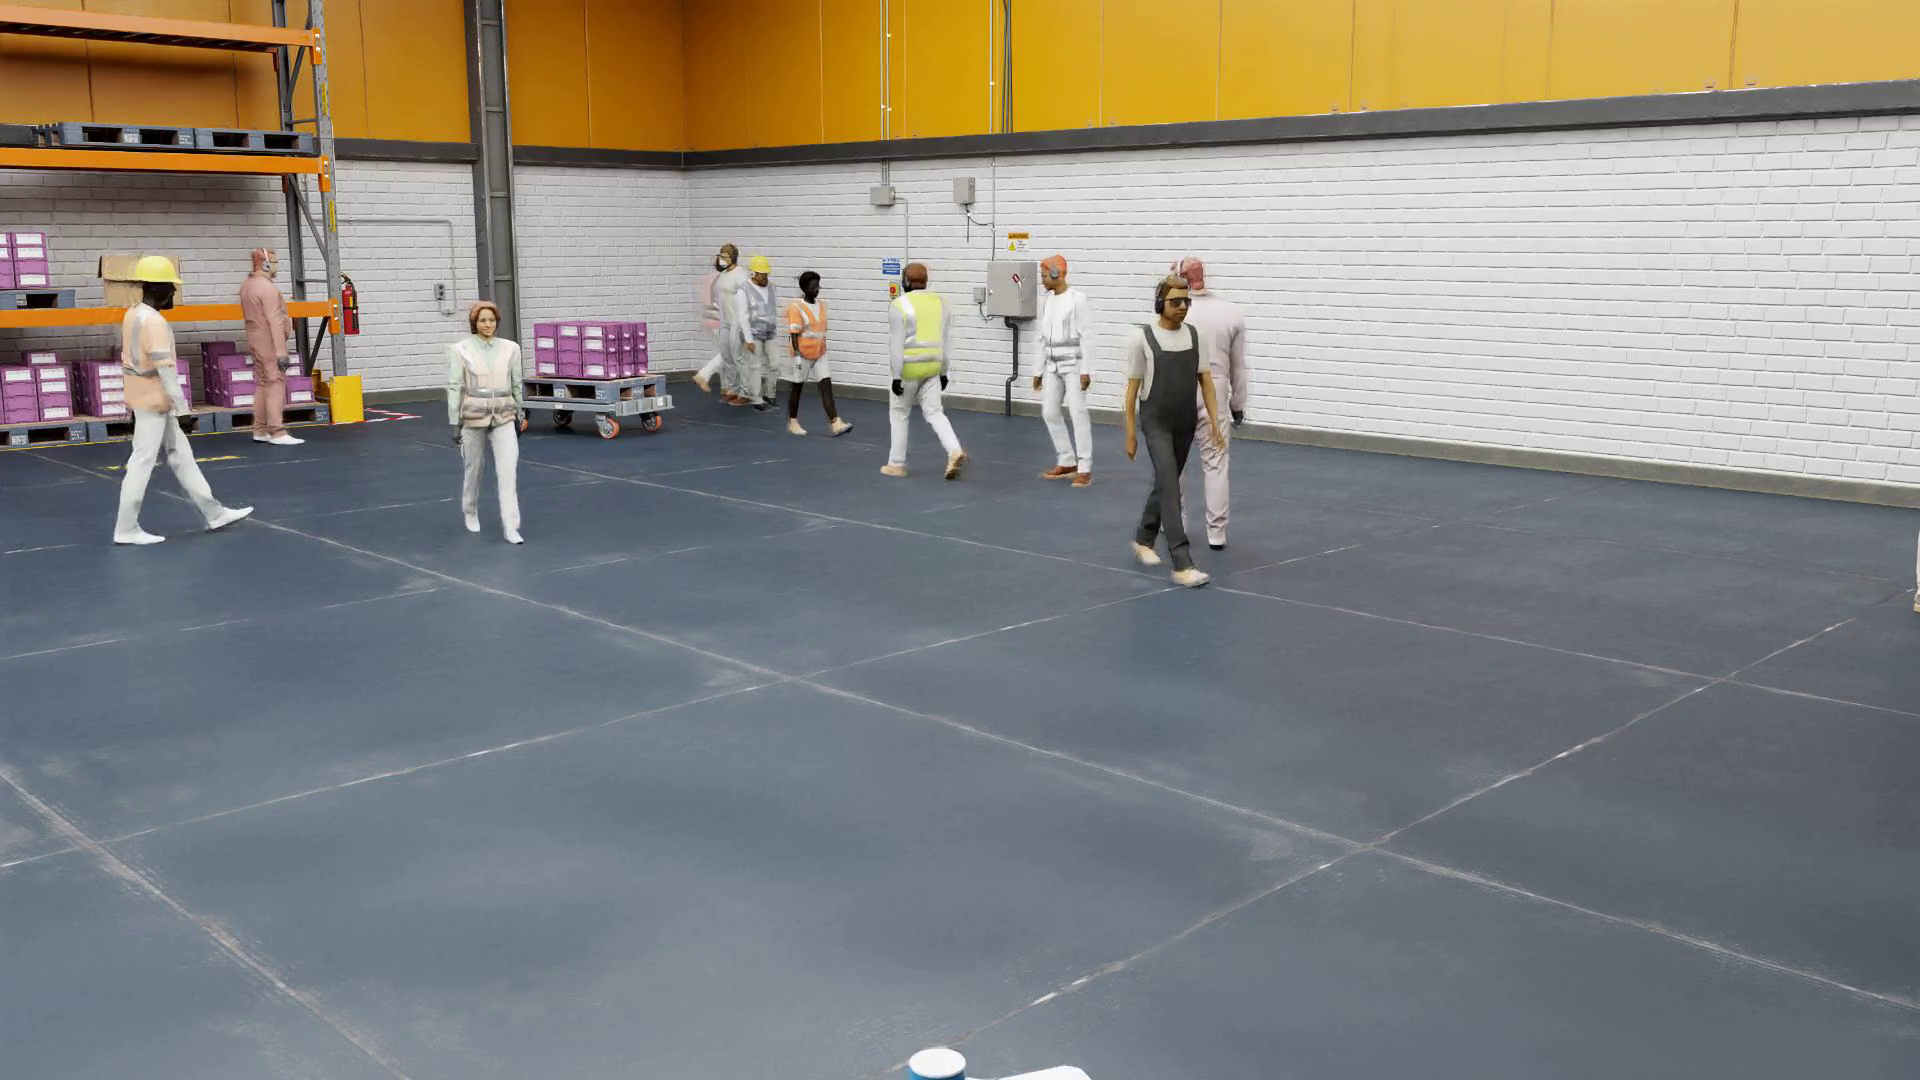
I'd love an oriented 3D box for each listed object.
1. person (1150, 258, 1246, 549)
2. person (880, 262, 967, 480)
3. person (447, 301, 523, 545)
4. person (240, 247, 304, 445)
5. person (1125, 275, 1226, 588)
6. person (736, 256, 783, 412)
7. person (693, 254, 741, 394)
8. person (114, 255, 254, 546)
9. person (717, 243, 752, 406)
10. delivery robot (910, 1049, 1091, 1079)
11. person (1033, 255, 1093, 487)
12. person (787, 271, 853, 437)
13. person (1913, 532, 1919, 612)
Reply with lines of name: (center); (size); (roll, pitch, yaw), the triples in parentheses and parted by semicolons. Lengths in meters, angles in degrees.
person: (1.523, -0.906, 10.940); (0.694, 1.866, 0.838); (-1, 10, -7)
person: (-0.308, -1.396, 13.813); (0.624, 1.812, 0.873); (-8, 13, -38)
person: (-3.184, -0.803, 11.134); (0.530, 1.598, 0.849); (-6, 12, -31)
person: (-6.675, -1.870, 16.108); (0.405, 1.906, 0.653); (-9, 14, -42)
person: (1.237, -0.664, 9.856); (0.533, 1.800, 0.985); (-5, 11, -24)
person: (-2.256, -2.331, 18.954); (0.483, 1.790, 0.634); (10, 14, 44)
person: (-3.053, -2.701, 20.952); (0.609, 1.809, 0.694); (-4, 11, -23)
person: (-5.205, -0.921, 10.999); (0.956, 1.879, 0.616); (-7, 12, -33)
person: (-2.685, -2.557, 19.812); (0.387, 1.923, 0.640); (-6, 12, -30)
delivery robot: (-0.038, 1.163, 3.001); (0.707, 0.478, 0.477); (-4, 11, -22)
person: (0.879, -1.375, 13.541); (0.355, 1.866, 0.647); (-7, 12, -32)
person: (-1.447, -1.840, 16.600); (0.847, 1.650, 0.554); (10, 14, 44)
person: (5.377, -0.588, 8.900); (0.392, 1.985, 0.610); (7, 13, 34)
